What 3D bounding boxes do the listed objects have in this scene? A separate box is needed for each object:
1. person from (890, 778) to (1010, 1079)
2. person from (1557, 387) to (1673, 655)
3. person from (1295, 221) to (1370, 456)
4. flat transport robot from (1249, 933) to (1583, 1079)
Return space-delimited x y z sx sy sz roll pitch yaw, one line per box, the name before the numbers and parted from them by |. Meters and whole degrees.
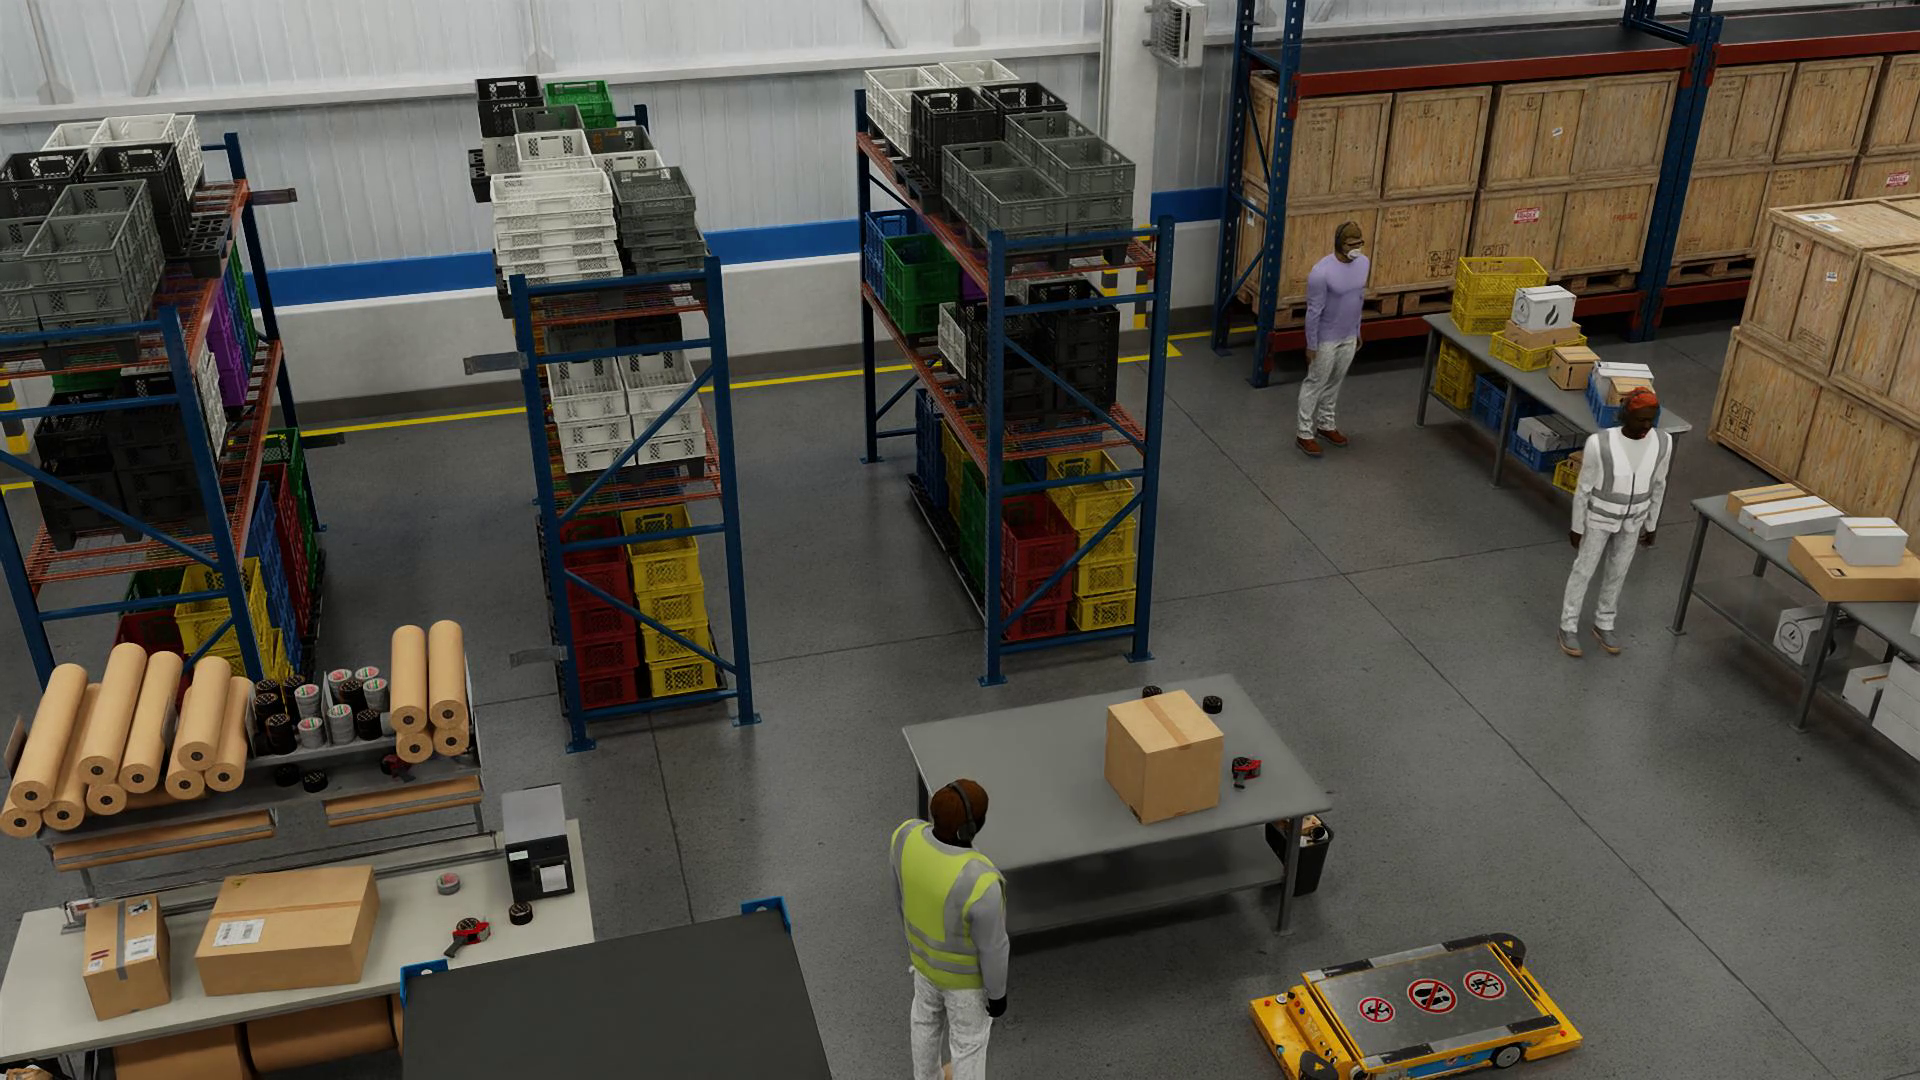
person | -0.010 1.807 7.226 0.429 1.842 0.634 -24 37 -36
person | 4.208 -0.119 10.698 0.576 1.878 0.346 -2 29 -4
person | 3.007 -1.634 13.387 0.633 1.938 0.356 -19 34 -31
flat transport robot | 2.184 2.282 7.980 1.431 0.197 0.652 -8 30 -14
